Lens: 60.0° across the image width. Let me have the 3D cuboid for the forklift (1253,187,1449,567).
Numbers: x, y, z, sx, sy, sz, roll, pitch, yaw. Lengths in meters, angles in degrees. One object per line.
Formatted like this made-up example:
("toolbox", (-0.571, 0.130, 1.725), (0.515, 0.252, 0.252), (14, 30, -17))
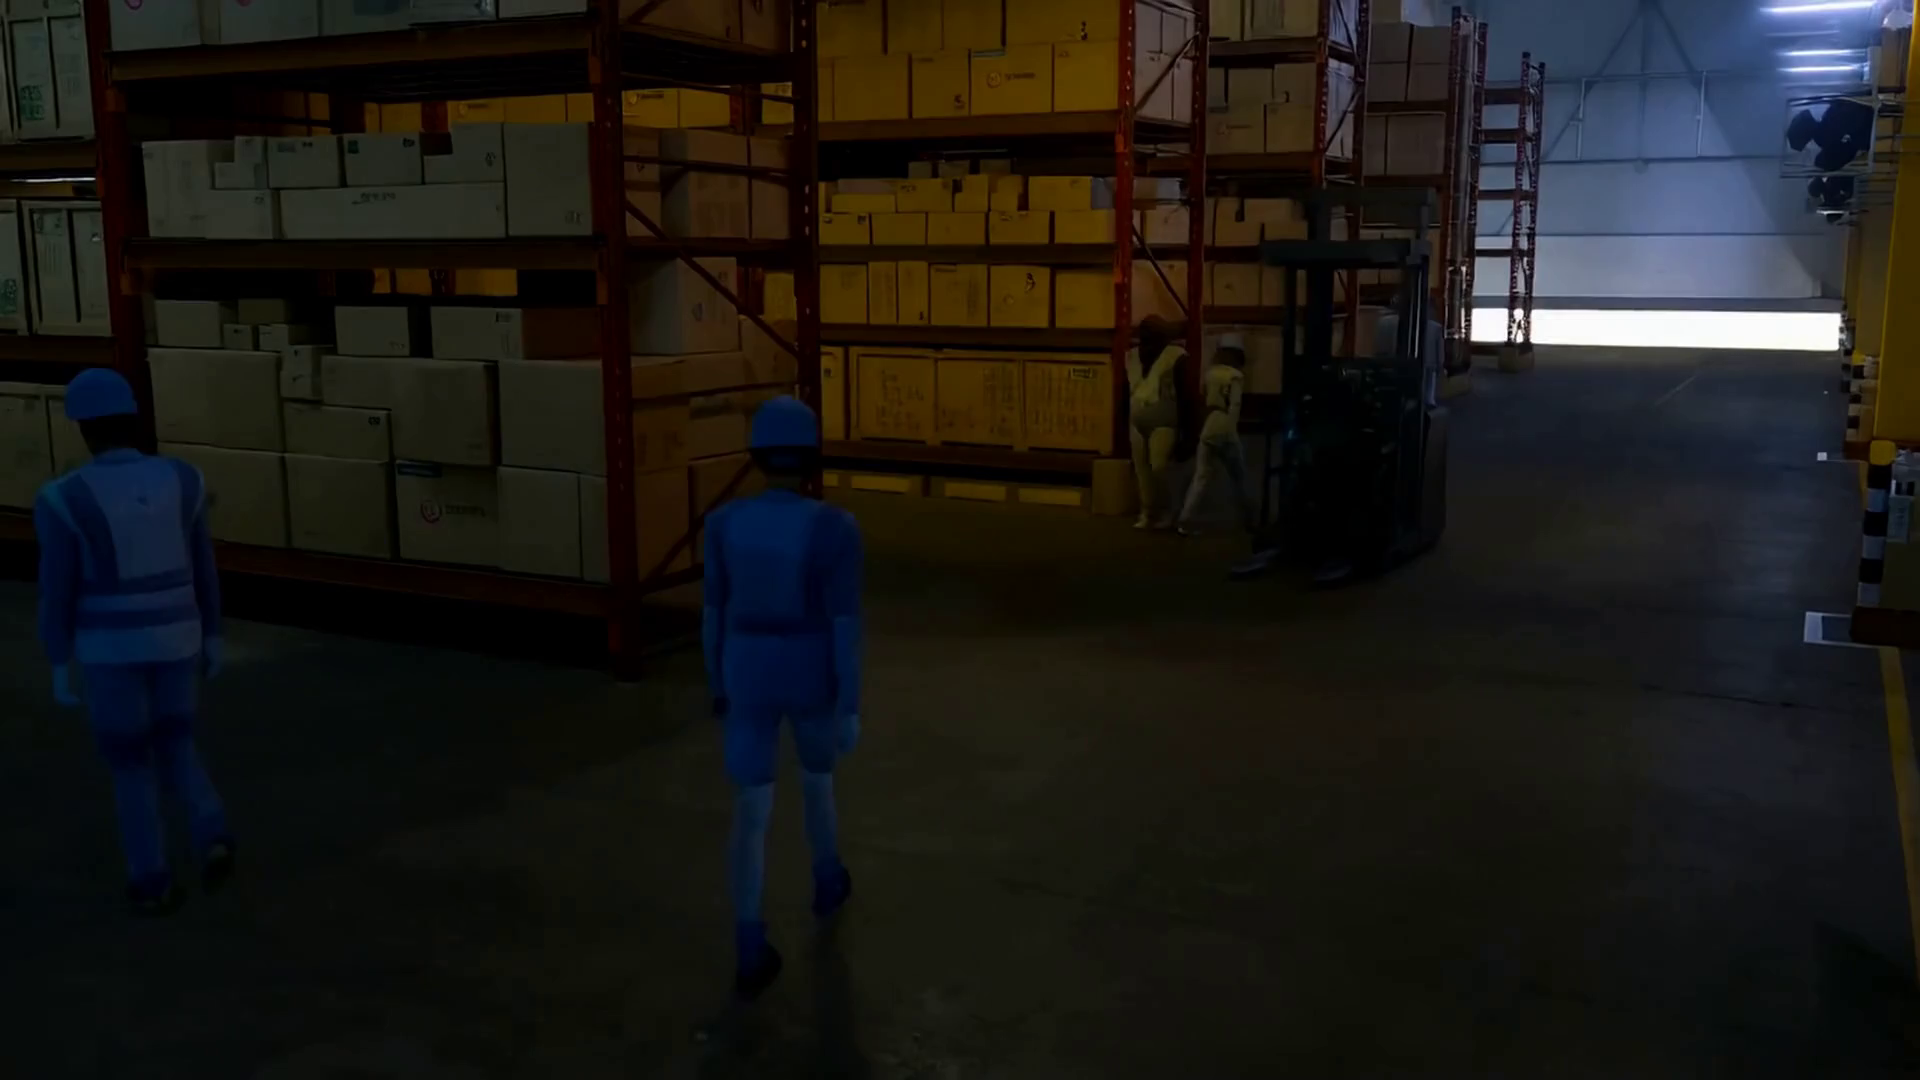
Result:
("forklift", (3.159, -1.343, 13.023), (1.129, 2.768, 1.873), (5, 11, 27))

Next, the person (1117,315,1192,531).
("person", (1.614, -0.961, 13.875), (0.619, 1.830, 0.440), (8, 12, 38))

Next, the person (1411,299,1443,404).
("person", (6.201, -2.393, 22.424), (0.581, 1.724, 0.403), (1, 10, 8))

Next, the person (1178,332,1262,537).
("person", (2.148, -0.856, 13.664), (0.869, 1.687, 0.490), (-7, 12, -35))

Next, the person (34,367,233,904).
("person", (-2.919, 0.356, 5.898), (0.463, 1.935, 0.620), (7, 12, 37))

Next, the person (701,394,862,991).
("person", (-0.591, 0.462, 5.506), (0.553, 1.877, 1.012), (1, 10, 5))

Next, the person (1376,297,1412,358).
("person", (5.706, -2.279, 21.630), (0.603, 1.784, 0.928), (6, 11, 30))
